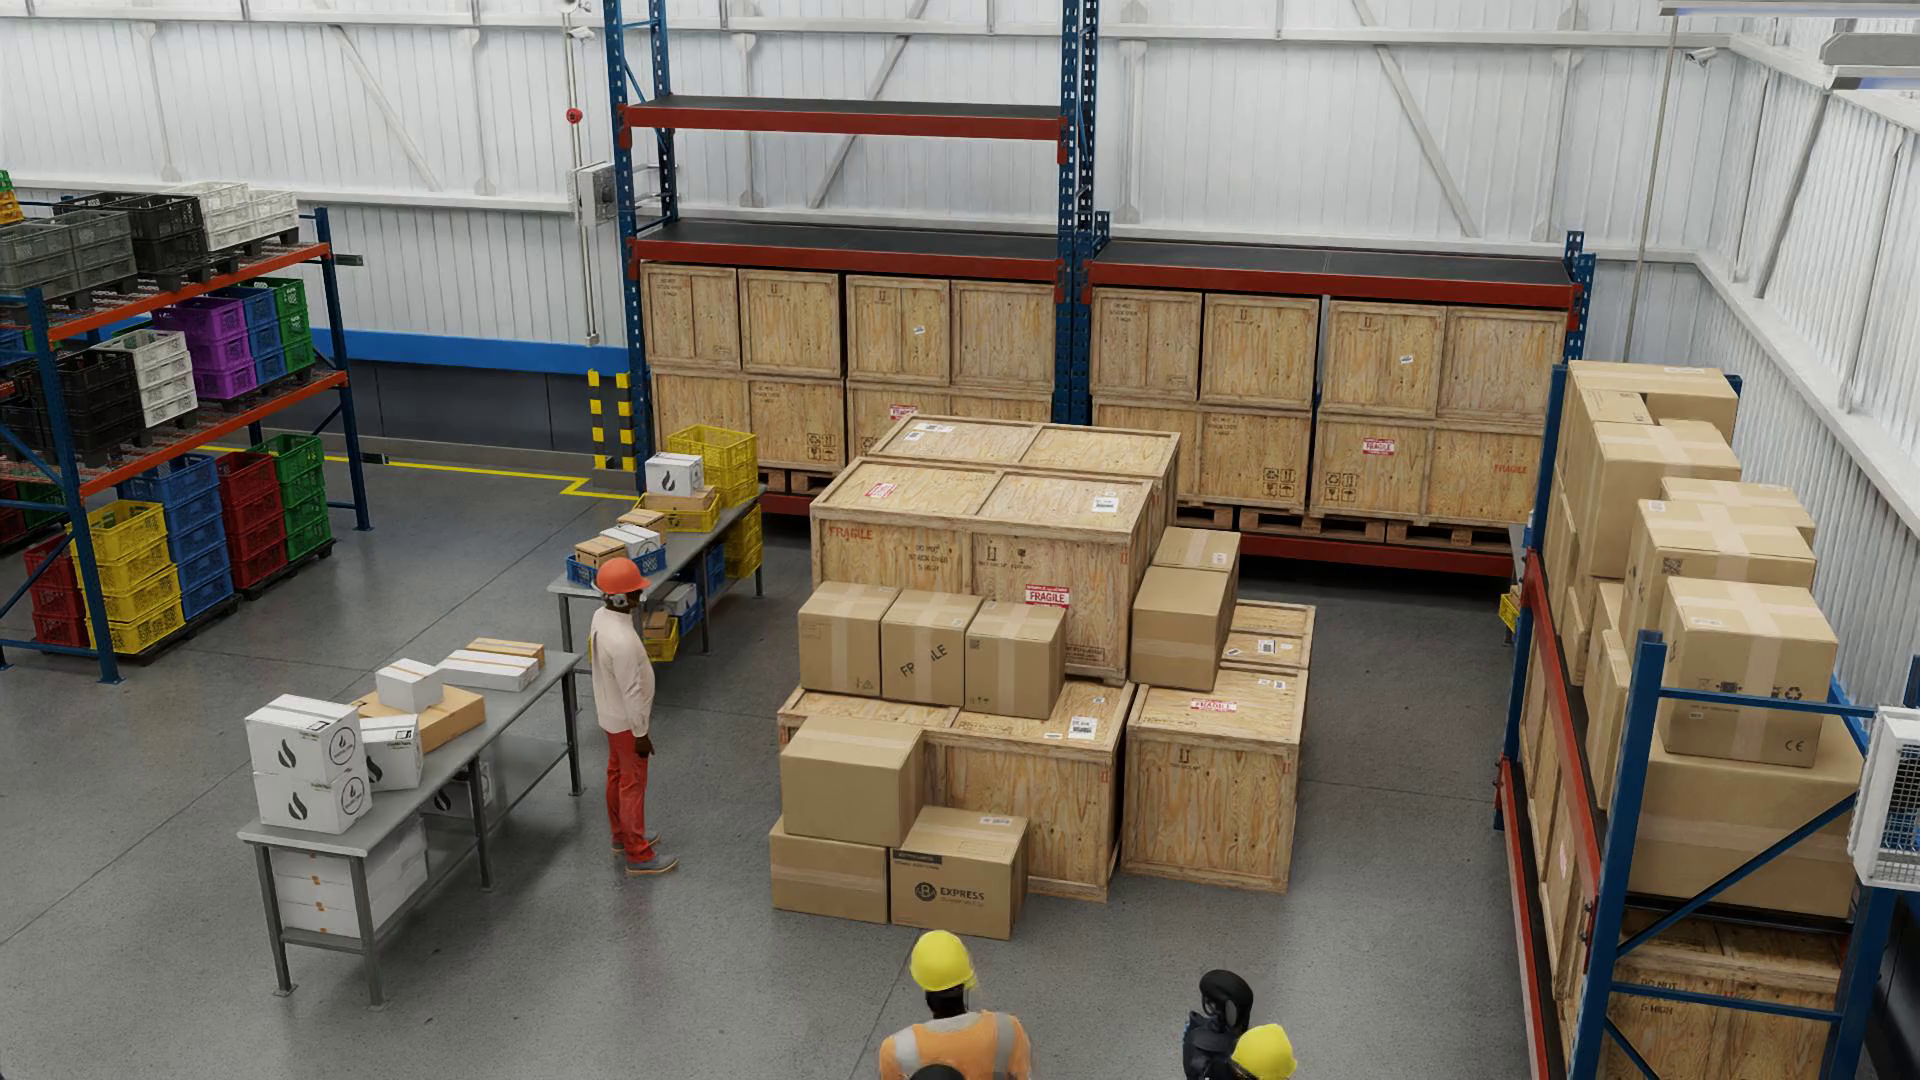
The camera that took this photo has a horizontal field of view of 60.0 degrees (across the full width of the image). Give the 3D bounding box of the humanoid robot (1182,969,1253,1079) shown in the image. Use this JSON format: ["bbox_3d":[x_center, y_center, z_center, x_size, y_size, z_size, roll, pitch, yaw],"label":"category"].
[{"bbox_3d":[1.013,2.433,6.703,0.323,1.652,0.581,12,24,29],"label":"humanoid robot"}]

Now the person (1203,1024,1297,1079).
[{"bbox_3d":[1.102,2.566,6.296,0.877,1.717,0.527,-13,24,-30],"label":"person"}]

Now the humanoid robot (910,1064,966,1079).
[{"bbox_3d":[-0.034,2.638,6.228,0.710,1.628,0.597,-3,21,-7],"label":"humanoid robot"}]

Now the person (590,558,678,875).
[{"bbox_3d":[-1.976,1.043,9.904,0.376,1.995,0.608,-10,23,-25],"label":"person"}]

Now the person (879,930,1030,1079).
[{"bbox_3d":[0.010,2.416,6.470,0.583,1.884,0.885,-10,23,-24],"label":"person"}]
